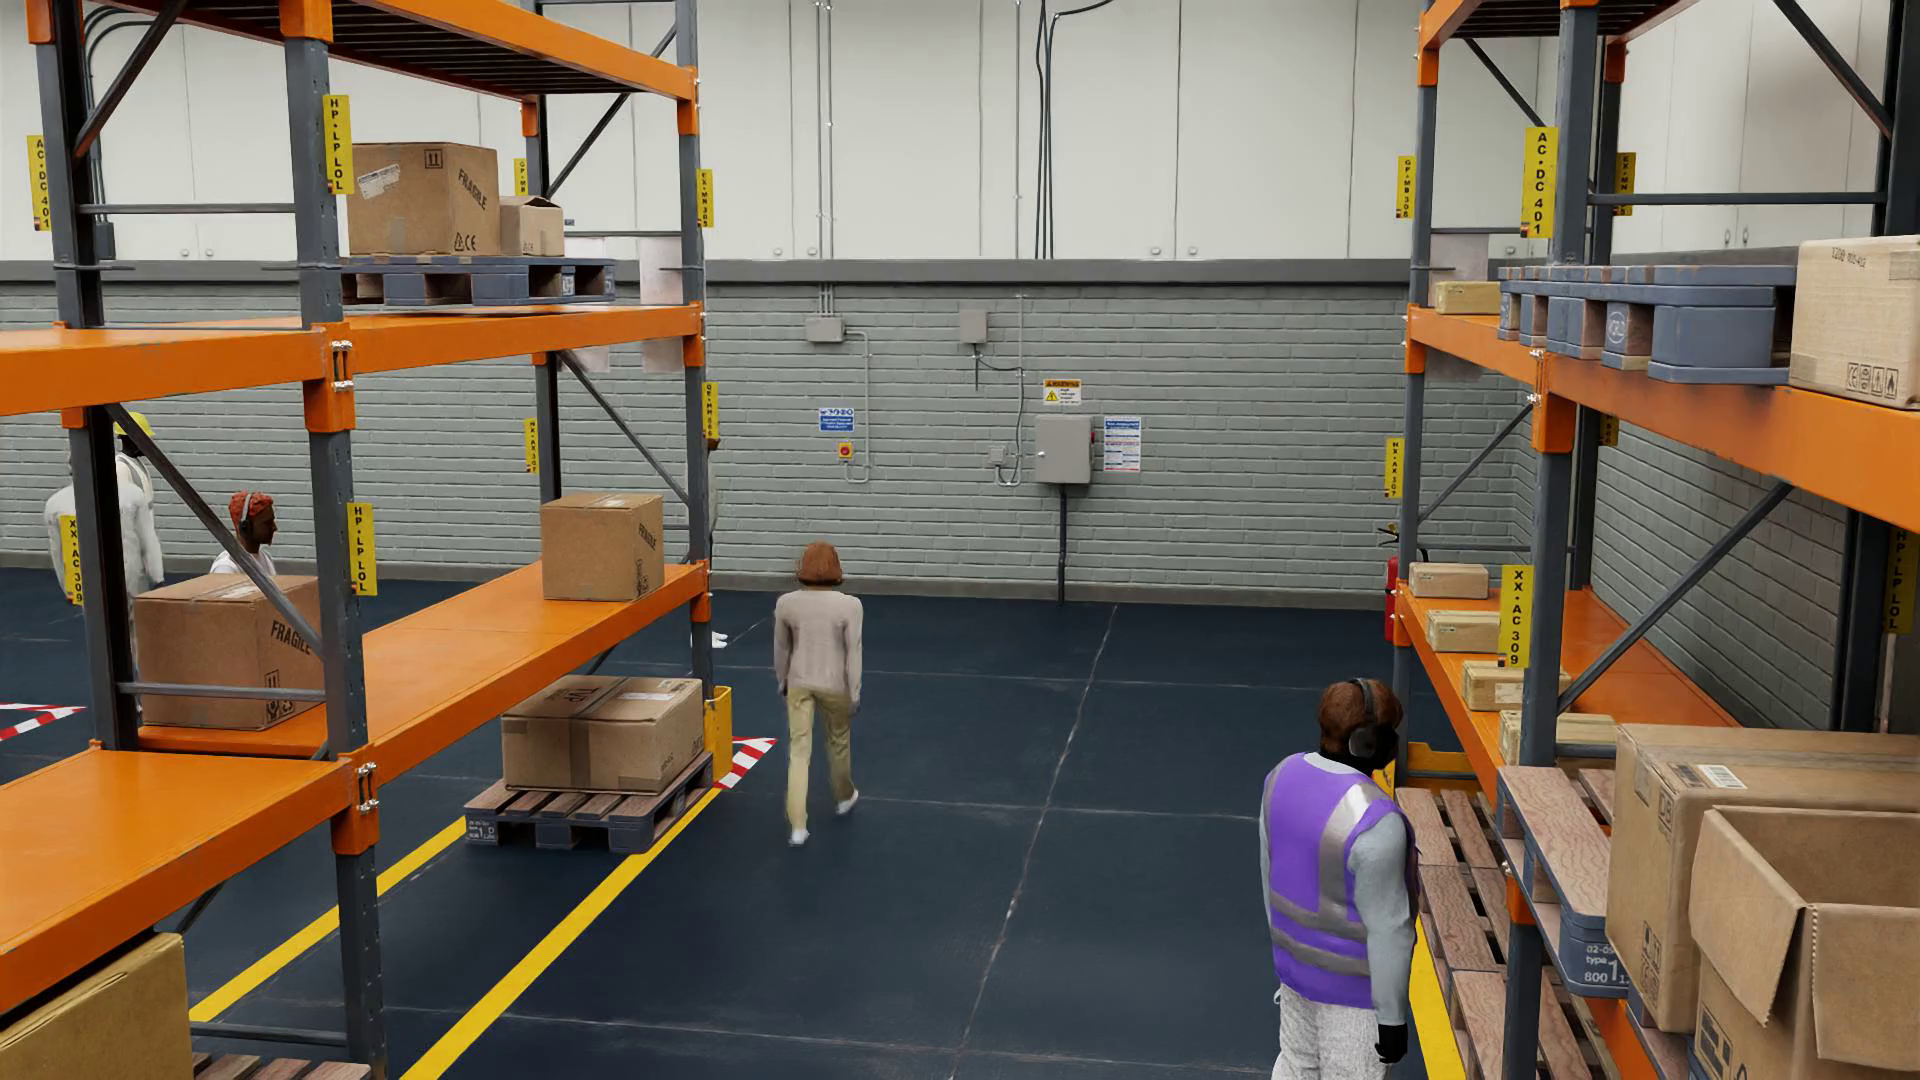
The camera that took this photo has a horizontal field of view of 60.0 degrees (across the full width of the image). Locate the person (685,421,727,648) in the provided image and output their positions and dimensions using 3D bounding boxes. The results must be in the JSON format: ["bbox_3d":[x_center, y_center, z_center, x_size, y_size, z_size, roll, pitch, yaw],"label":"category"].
[{"bbox_3d":[-2.053,-0.065,13.437,0.313,1.866,0.539,-1,9,-6],"label":"person"}]

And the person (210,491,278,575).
[{"bbox_3d":[-3.748,0.675,8.838,0.358,1.880,0.575,0,9,-1],"label":"person"}]

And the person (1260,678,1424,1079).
[{"bbox_3d":[1.155,1.315,5.007,0.429,1.839,0.634,-4,10,-21],"label":"person"}]

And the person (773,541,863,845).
[{"bbox_3d":[-0.764,0.798,8.988,0.510,1.583,0.866,1,9,8],"label":"person"}]

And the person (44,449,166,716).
[{"bbox_3d":[-5.810,0.273,11.371,0.705,1.861,0.823,-4,10,-24],"label":"person"}]

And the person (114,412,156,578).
[{"bbox_3d":[-6.514,-0.052,13.169,0.384,1.924,0.594,-3,10,-17],"label":"person"}]
